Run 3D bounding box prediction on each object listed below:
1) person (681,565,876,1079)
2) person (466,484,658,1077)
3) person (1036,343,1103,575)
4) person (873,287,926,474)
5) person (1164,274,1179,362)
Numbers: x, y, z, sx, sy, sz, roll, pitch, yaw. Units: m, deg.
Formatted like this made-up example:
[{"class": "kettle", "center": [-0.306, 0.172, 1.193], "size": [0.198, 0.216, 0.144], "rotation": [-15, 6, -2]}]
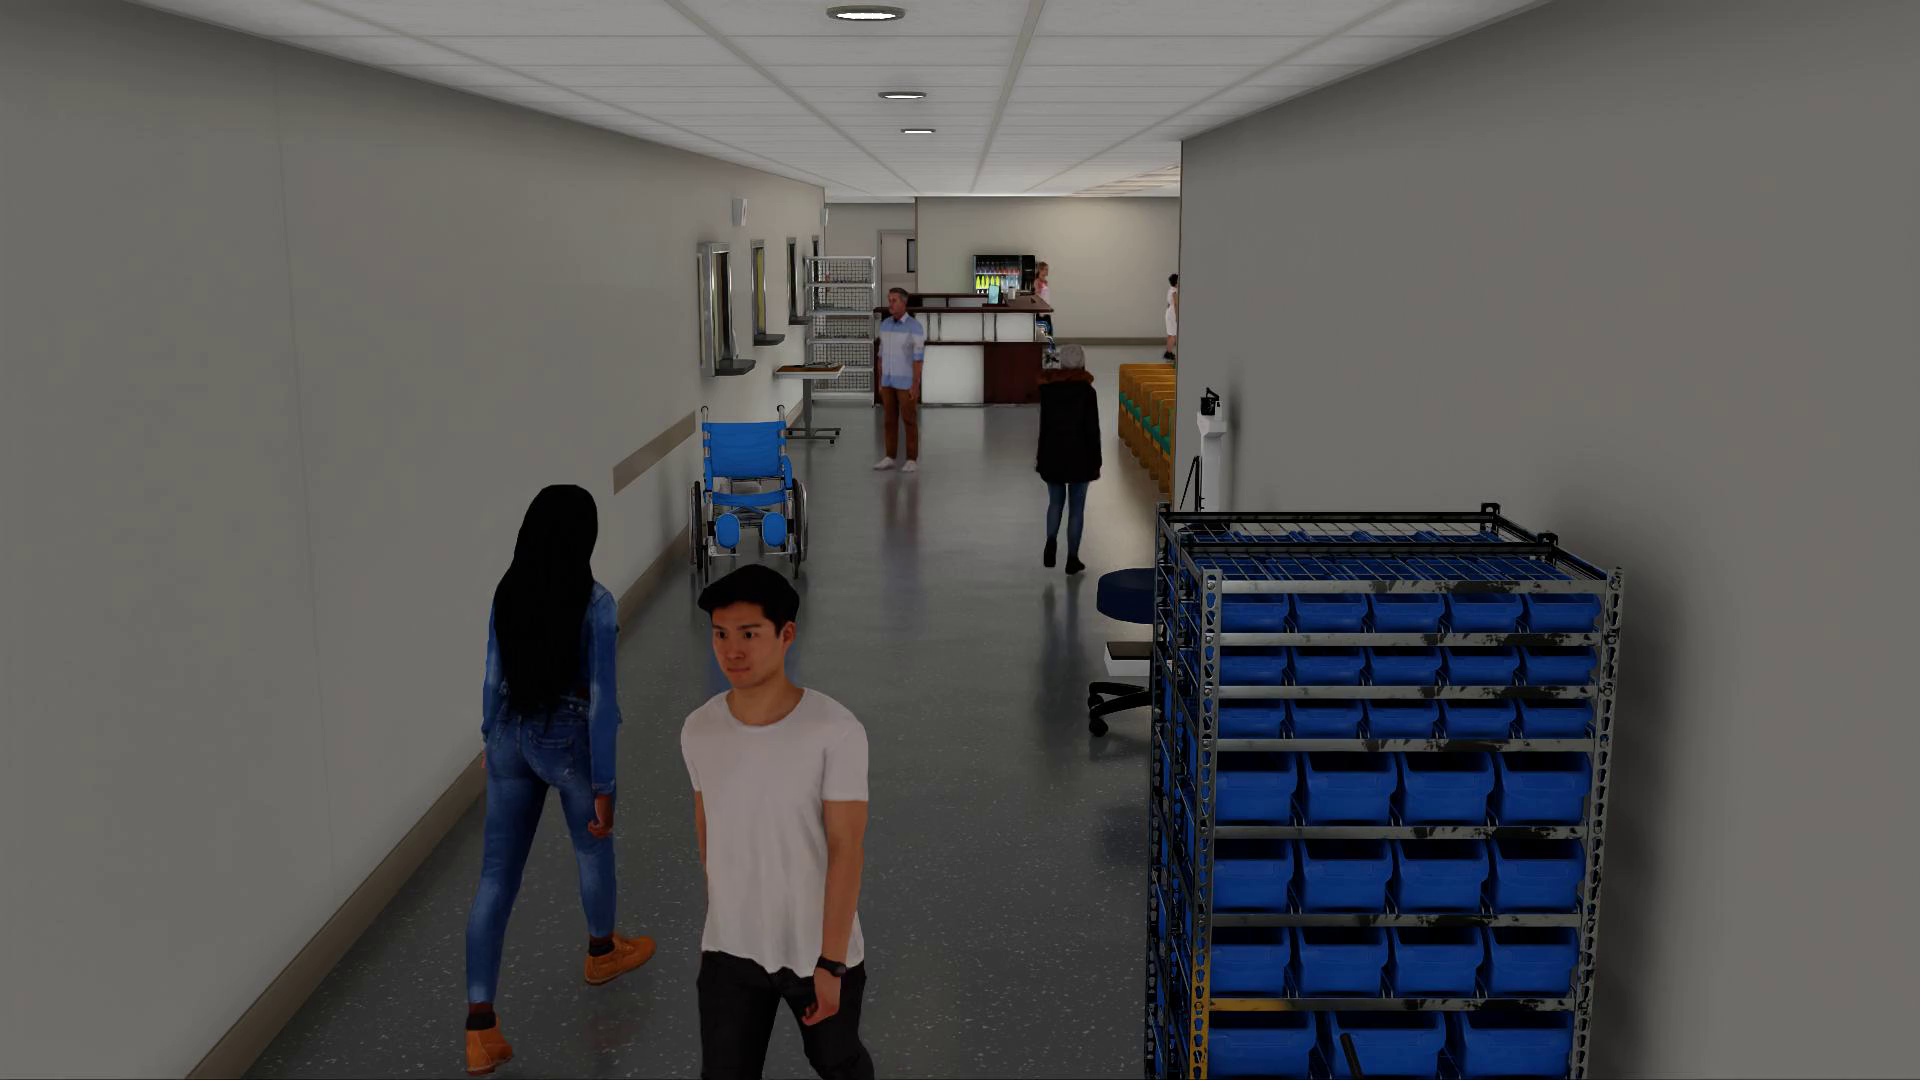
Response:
[{"class": "person", "center": [-0.360, 0.891, 3.856], "size": [1.107, 1.677, 0.867], "rotation": [3, 11, 15]}, {"class": "person", "center": [-1.228, 0.720, 4.816], "size": [1.246, 1.656, 1.059], "rotation": [3, 11, 17]}, {"class": "person", "center": [0.724, -0.548, 11.578], "size": [0.784, 1.625, 0.833], "rotation": [4, 12, 22]}, {"class": "person", "center": [-0.603, -1.600, 16.587], "size": [0.708, 1.826, 0.824], "rotation": [7, 13, 33]}, {"class": "person", "center": [3.881, -4.064, 30.280], "size": [0.628, 1.561, 0.611], "rotation": [-1, 11, -7]}]
